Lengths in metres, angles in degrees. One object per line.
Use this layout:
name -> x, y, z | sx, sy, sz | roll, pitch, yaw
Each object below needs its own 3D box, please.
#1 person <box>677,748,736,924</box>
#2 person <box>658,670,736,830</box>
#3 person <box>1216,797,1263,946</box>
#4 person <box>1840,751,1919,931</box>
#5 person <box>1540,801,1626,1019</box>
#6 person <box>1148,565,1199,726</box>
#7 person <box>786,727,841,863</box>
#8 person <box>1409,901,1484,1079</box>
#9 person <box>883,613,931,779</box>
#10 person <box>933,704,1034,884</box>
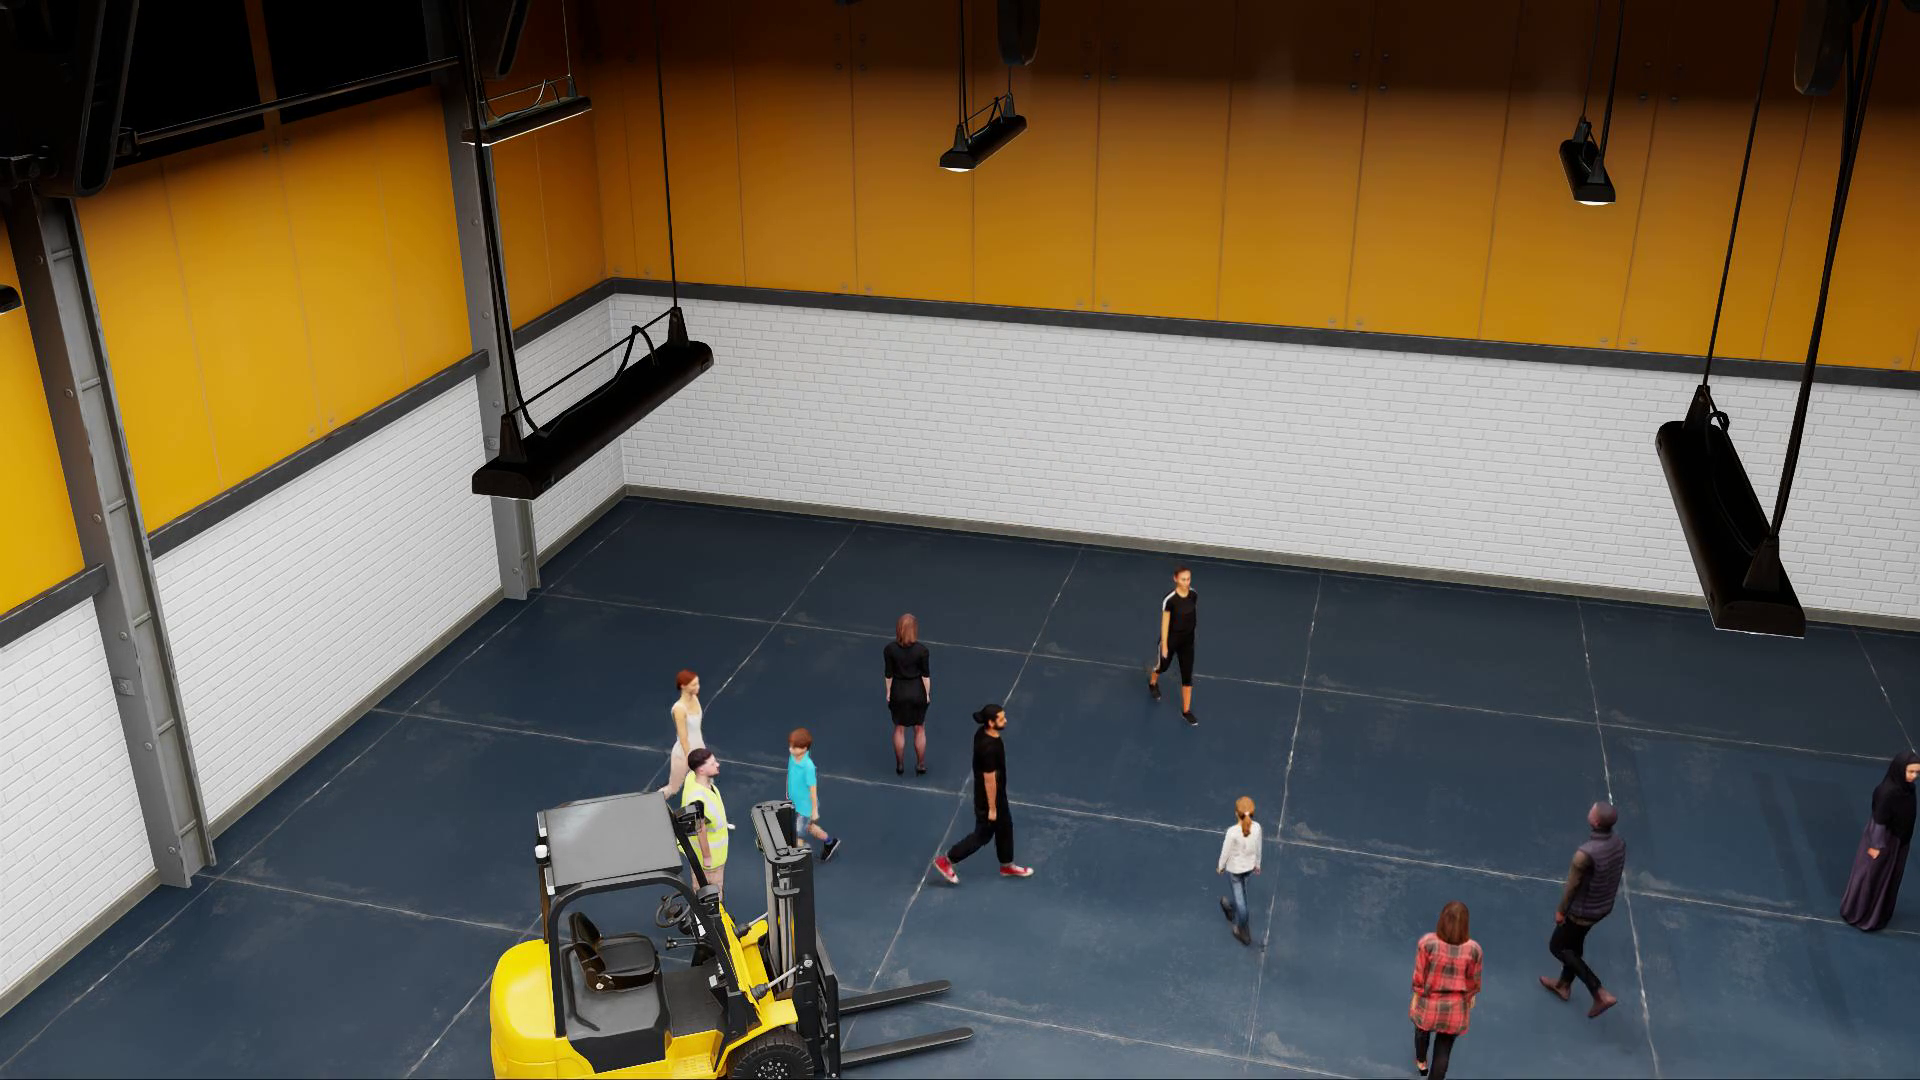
person -> -2.043, 2.479, 13.462 | 0.896, 1.846, 0.815 | -5, 24, -12
person -> -2.538, 1.923, 15.030 | 0.675, 1.608, 1.003 | 9, 25, 19
person -> 2.330, 2.722, 13.583 | 0.731, 1.303, 0.839 | -9, 25, -19
person -> 7.673, 2.462, 13.790 | 0.713, 1.614, 0.772 | -13, 27, -27
person -> 4.816, 2.834, 12.675 | 1.028, 1.825, 1.063 | -16, 29, -33
person -> 2.175, 1.010, 17.092 | 1.034, 1.630, 1.171 | -10, 25, -21
person -> -1.301, 2.255, 14.495 | 0.973, 1.429, 0.903 | -15, 28, -30
person -> 3.392, 3.329, 11.727 | 0.637, 1.677, 0.847 | 7, 25, 17
person -> -0.497, 1.490, 15.899 | 0.623, 1.705, 0.555 | 2, 24, 4
person -> 0.171, 2.196, 14.252 | 0.905, 1.731, 1.120 | 0, 24, 0
